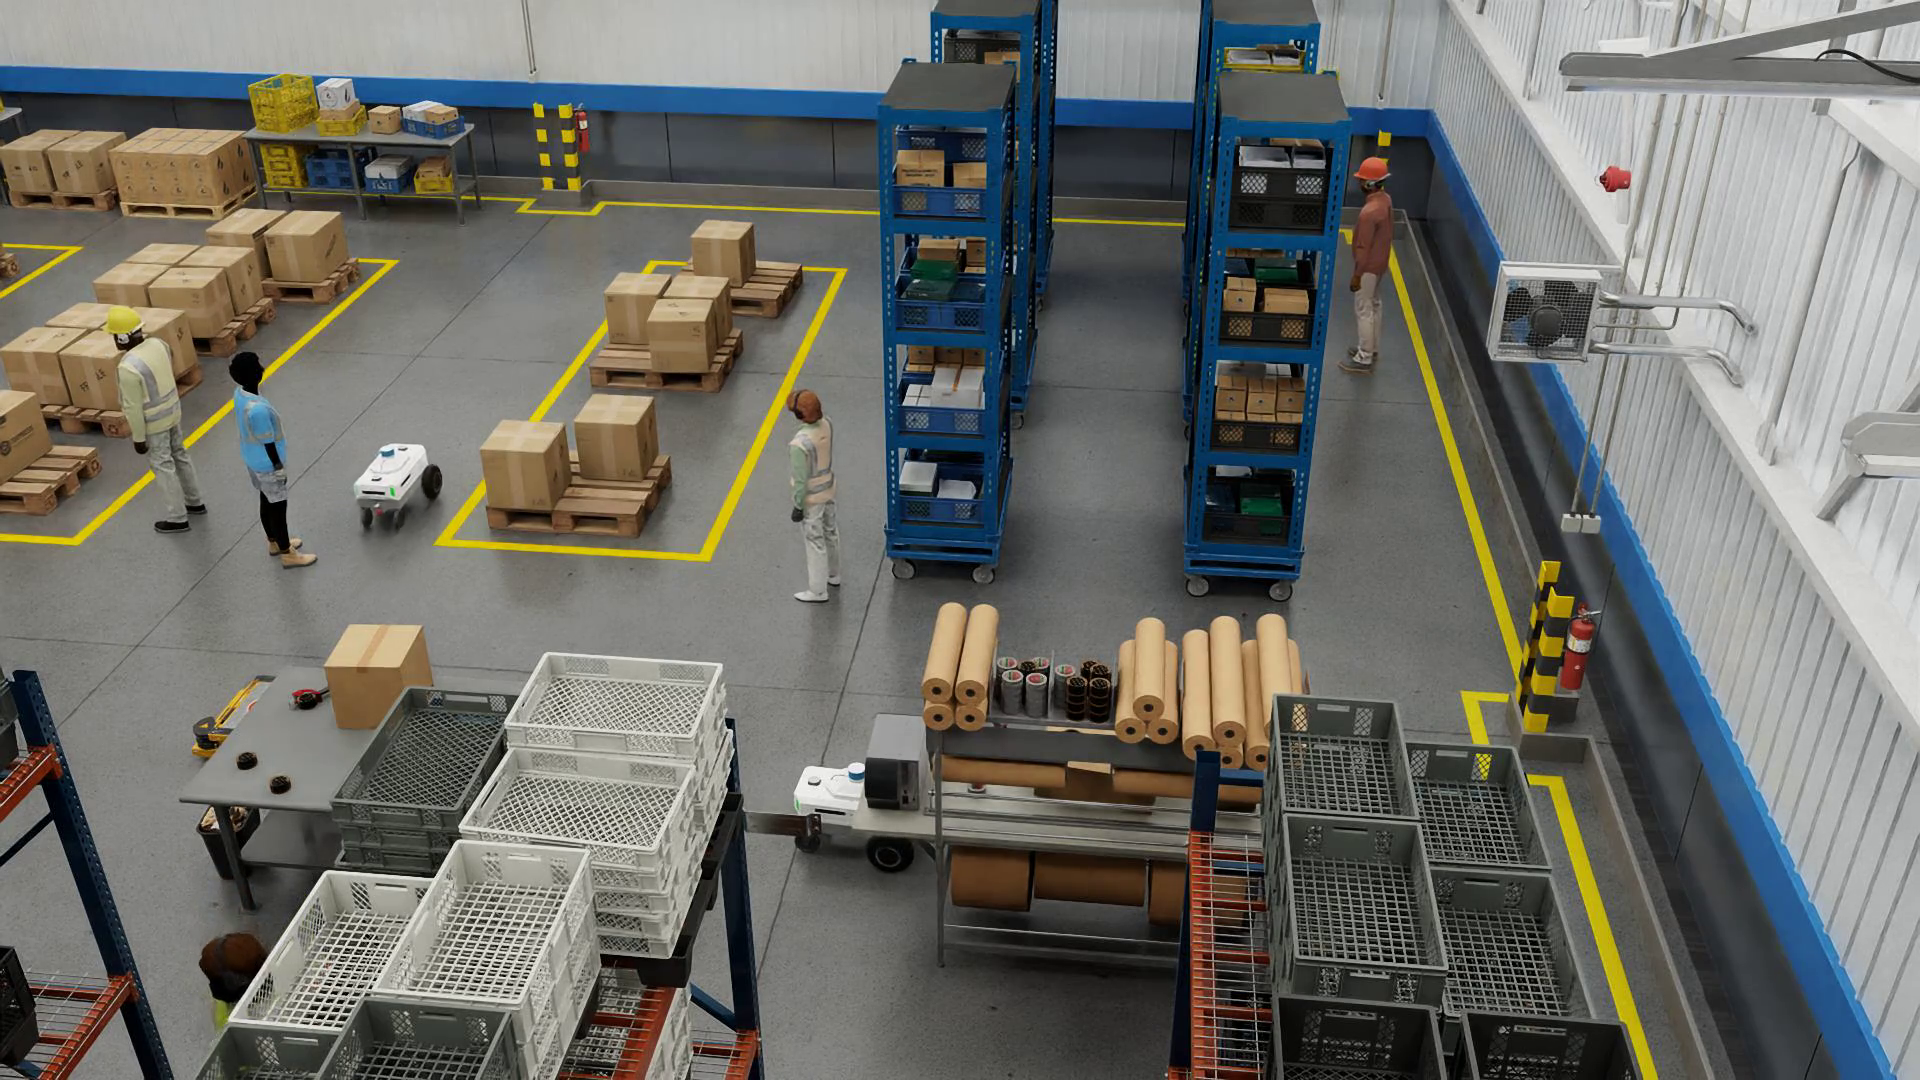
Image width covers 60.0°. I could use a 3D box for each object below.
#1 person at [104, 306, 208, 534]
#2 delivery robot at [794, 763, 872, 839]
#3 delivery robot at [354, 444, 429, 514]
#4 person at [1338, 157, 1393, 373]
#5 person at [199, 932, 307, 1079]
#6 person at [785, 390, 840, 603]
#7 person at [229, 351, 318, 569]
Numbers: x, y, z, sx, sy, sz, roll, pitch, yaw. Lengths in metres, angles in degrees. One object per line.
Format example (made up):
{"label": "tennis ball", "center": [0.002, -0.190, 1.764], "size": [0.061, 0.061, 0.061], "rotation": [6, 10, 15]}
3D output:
{"label": "person", "center": [-6.161, -0.926, 12.706], "size": [0.403, 1.823, 0.597], "rotation": [2, 30, 3]}
{"label": "delivery robot", "center": [-0.595, 1.515, 9.673], "size": [0.707, 0.478, 0.477], "rotation": [6, 31, 9]}
{"label": "delivery robot", "center": [-4.493, -0.512, 13.155], "size": [0.477, 0.478, 0.707], "rotation": [3, 30, 5]}
{"label": "person", "center": [3.745, -2.550, 15.348], "size": [0.430, 1.981, 0.636], "rotation": [14, 33, 23]}
{"label": "person", "center": [-2.814, 2.389, 7.038], "size": [0.665, 1.810, 0.522], "rotation": [17, 34, 27]}
{"label": "person", "center": [-1.044, -0.316, 11.836], "size": [0.318, 1.639, 0.514], "rotation": [12, 32, 20]}
{"label": "person", "center": [-5.099, -0.594, 12.255], "size": [0.317, 1.699, 0.539], "rotation": [-21, 36, -32]}
